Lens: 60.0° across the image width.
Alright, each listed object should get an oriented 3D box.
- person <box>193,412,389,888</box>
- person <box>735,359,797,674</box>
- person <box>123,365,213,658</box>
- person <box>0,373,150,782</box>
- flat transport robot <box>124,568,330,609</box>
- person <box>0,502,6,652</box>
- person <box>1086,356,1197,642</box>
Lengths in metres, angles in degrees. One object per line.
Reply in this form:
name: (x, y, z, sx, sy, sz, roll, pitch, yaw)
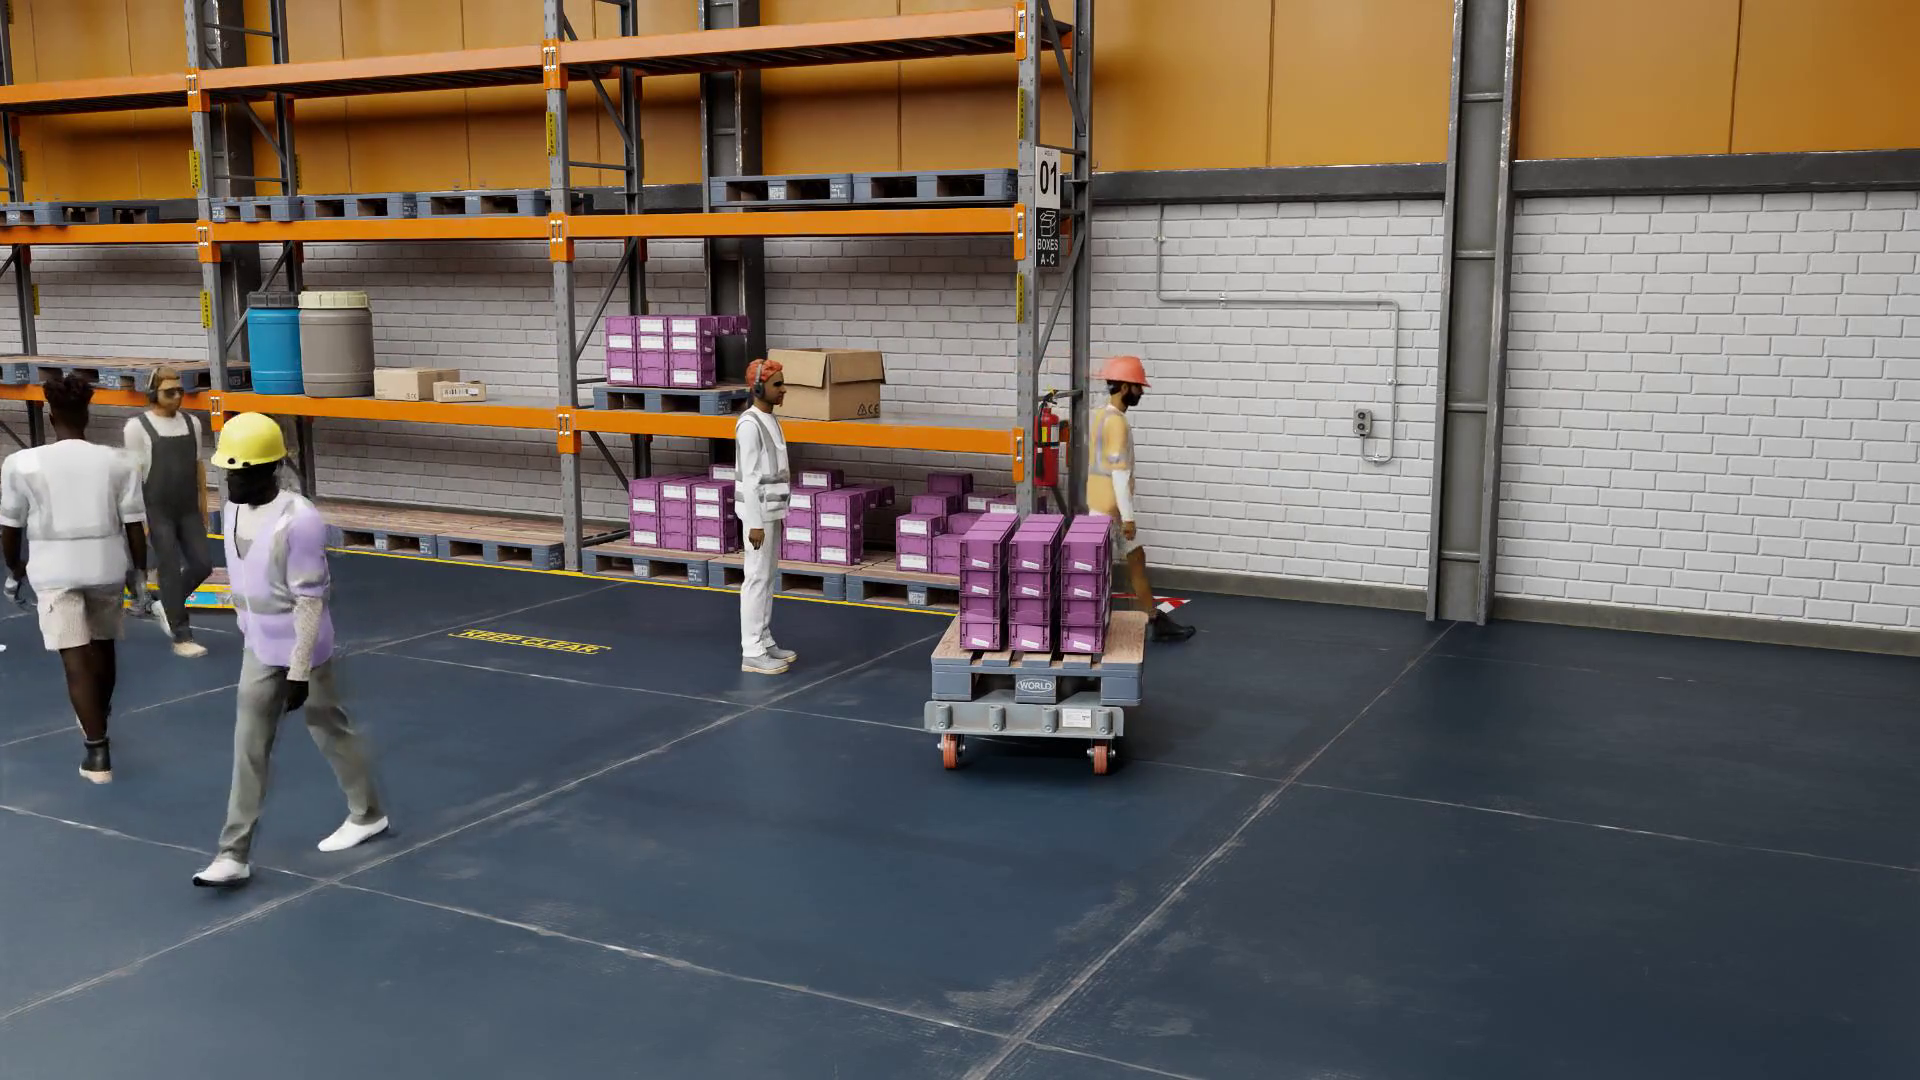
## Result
person: (-2.688, 0.416, 6.617, 0.596, 1.872, 0.936, 5, 10, 28)
person: (-1.180, -0.147, 10.035, 0.339, 1.882, 0.584, 1, 9, 6)
person: (-4.957, -0.180, 10.401, 0.545, 1.828, 0.515, 6, 11, 33)
person: (-4.302, 0.156, 8.072, 0.611, 1.910, 0.974, -8, 12, -41)
flat transport robot: (-5.358, 0.349, 11.938, 1.431, 0.197, 0.652, 1, 9, 7)
person: (-6.265, -0.195, 10.464, 0.612, 1.847, 0.404, 4, 10, 24)
person: (0.980, -0.240, 10.676, 1.052, 1.872, 0.575, 0, 9, 2)
